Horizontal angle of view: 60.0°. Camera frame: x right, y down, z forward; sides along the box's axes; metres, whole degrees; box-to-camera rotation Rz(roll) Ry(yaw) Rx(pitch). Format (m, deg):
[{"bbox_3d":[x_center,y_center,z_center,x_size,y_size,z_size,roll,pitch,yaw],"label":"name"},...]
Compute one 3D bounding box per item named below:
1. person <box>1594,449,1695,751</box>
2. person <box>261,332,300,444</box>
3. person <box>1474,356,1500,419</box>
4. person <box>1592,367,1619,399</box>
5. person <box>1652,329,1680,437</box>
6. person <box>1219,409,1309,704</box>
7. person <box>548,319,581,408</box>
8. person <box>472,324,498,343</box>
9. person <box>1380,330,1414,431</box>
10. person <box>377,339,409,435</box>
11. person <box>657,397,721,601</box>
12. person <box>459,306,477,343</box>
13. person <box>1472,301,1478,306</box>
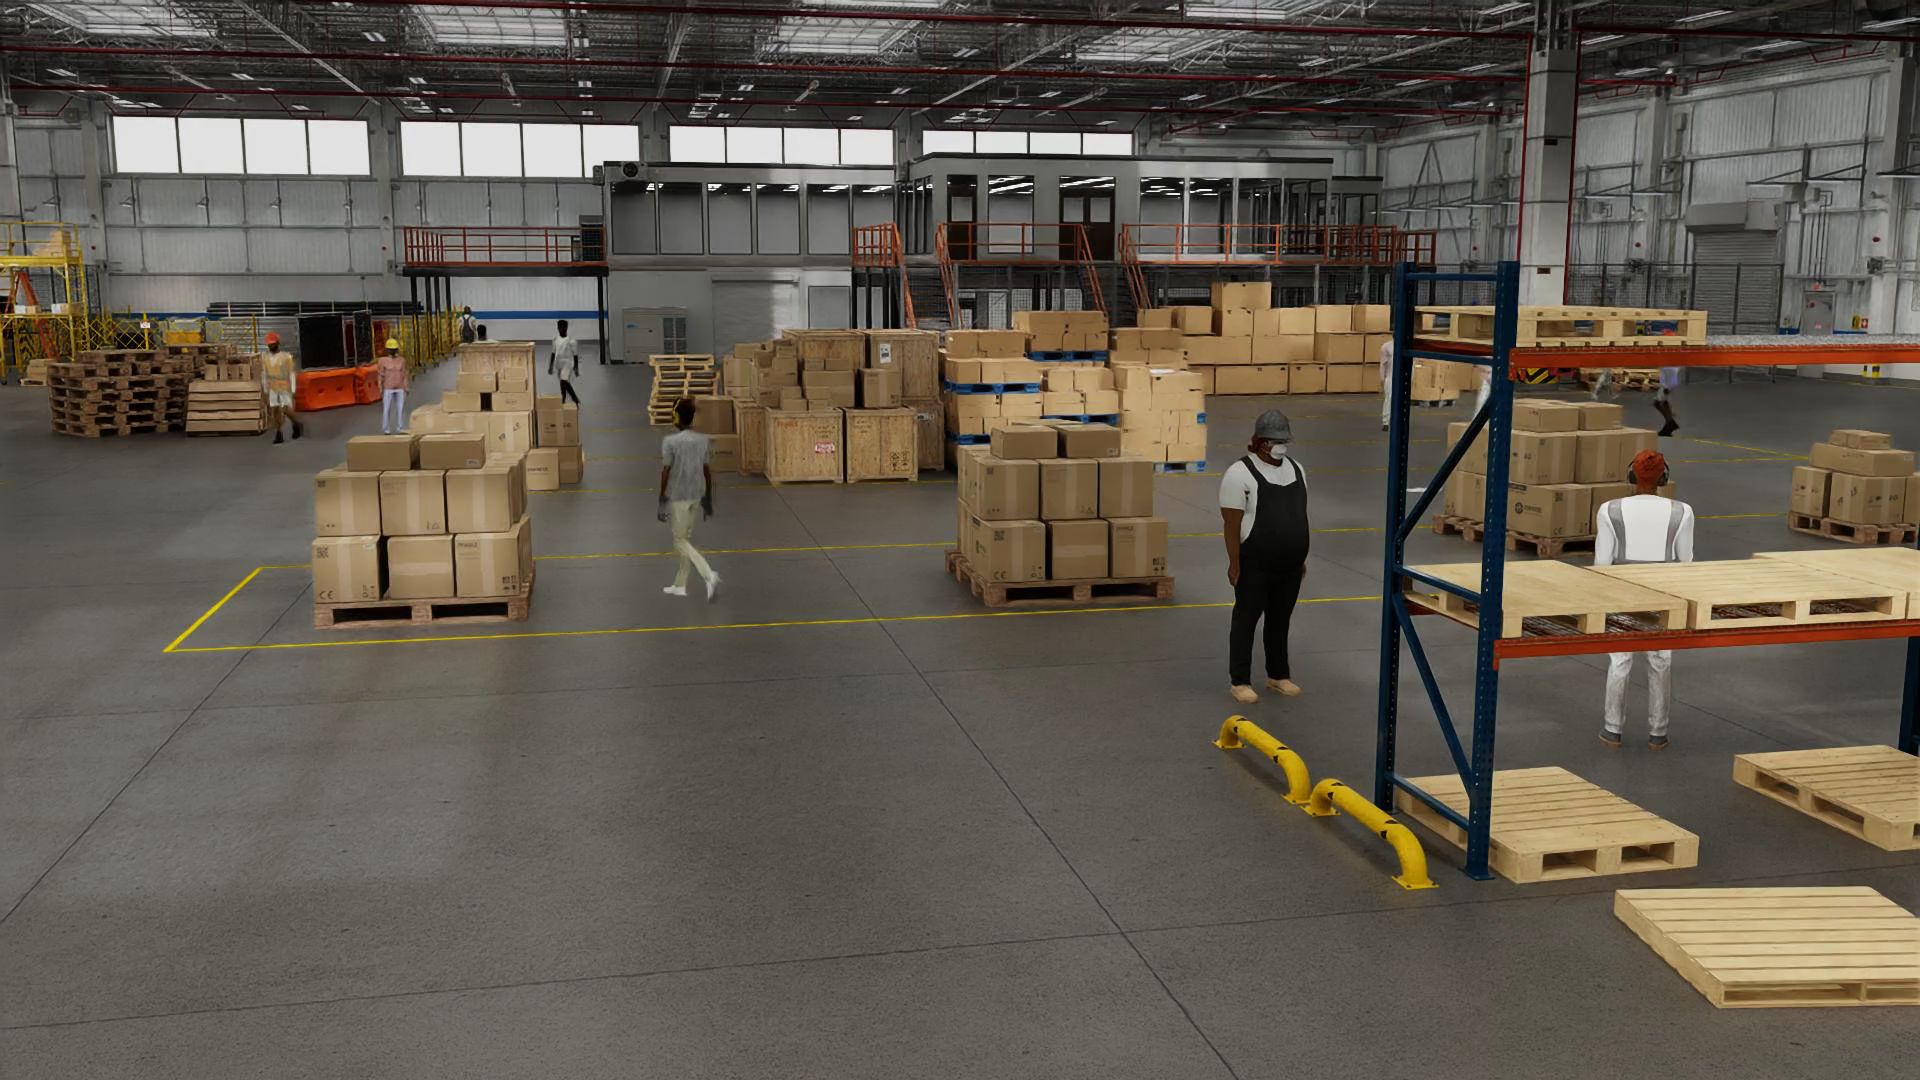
[{"bbox_3d":[4.242,0.376,10.365,0.573,1.883,0.355,3,10,18],"label":"person"},{"bbox_3d":[-11.605,-2.595,28.371,0.560,1.917,0.579,1,9,8],"label":"person"},{"bbox_3d":[10.266,-3.081,31.742,0.981,1.781,0.626,-3,10,-19],"label":"person"},{"bbox_3d":[14.752,-4.053,37.918,0.911,1.701,0.493,-4,10,-25],"label":"person"},{"bbox_3d":[12.516,-2.781,29.476,0.415,1.921,0.557,7,12,37],"label":"person"},{"bbox_3d":[2.162,0.108,11.521,0.689,2.000,0.539,-5,11,-28],"label":"person"},{"bbox_3d":[-8.258,-3.665,34.878,0.606,1.928,0.971,5,11,30],"label":"person"},{"bbox_3d":[-9.383,-3.330,32.958,0.598,1.890,0.853,-5,10,-27],"label":"person"},{"bbox_3d":[8.007,-2.952,30.481,0.627,1.941,0.371,2,9,9],"label":"person"},{"bbox_3d":[-9.893,-2.633,29.065,0.533,1.767,0.327,-8,12,-39],"label":"person"},{"bbox_3d":[-2.447,-0.361,14.978,0.794,1.849,0.529,9,13,42],"label":"person"},{"bbox_3d":[-14.812,-6.123,50.103,0.506,1.842,0.342,0,9,0],"label":"person"},{"bbox_3d":[16.363,-6.620,52.898,0.650,1.910,0.923,6,11,33],"label":"person"}]
